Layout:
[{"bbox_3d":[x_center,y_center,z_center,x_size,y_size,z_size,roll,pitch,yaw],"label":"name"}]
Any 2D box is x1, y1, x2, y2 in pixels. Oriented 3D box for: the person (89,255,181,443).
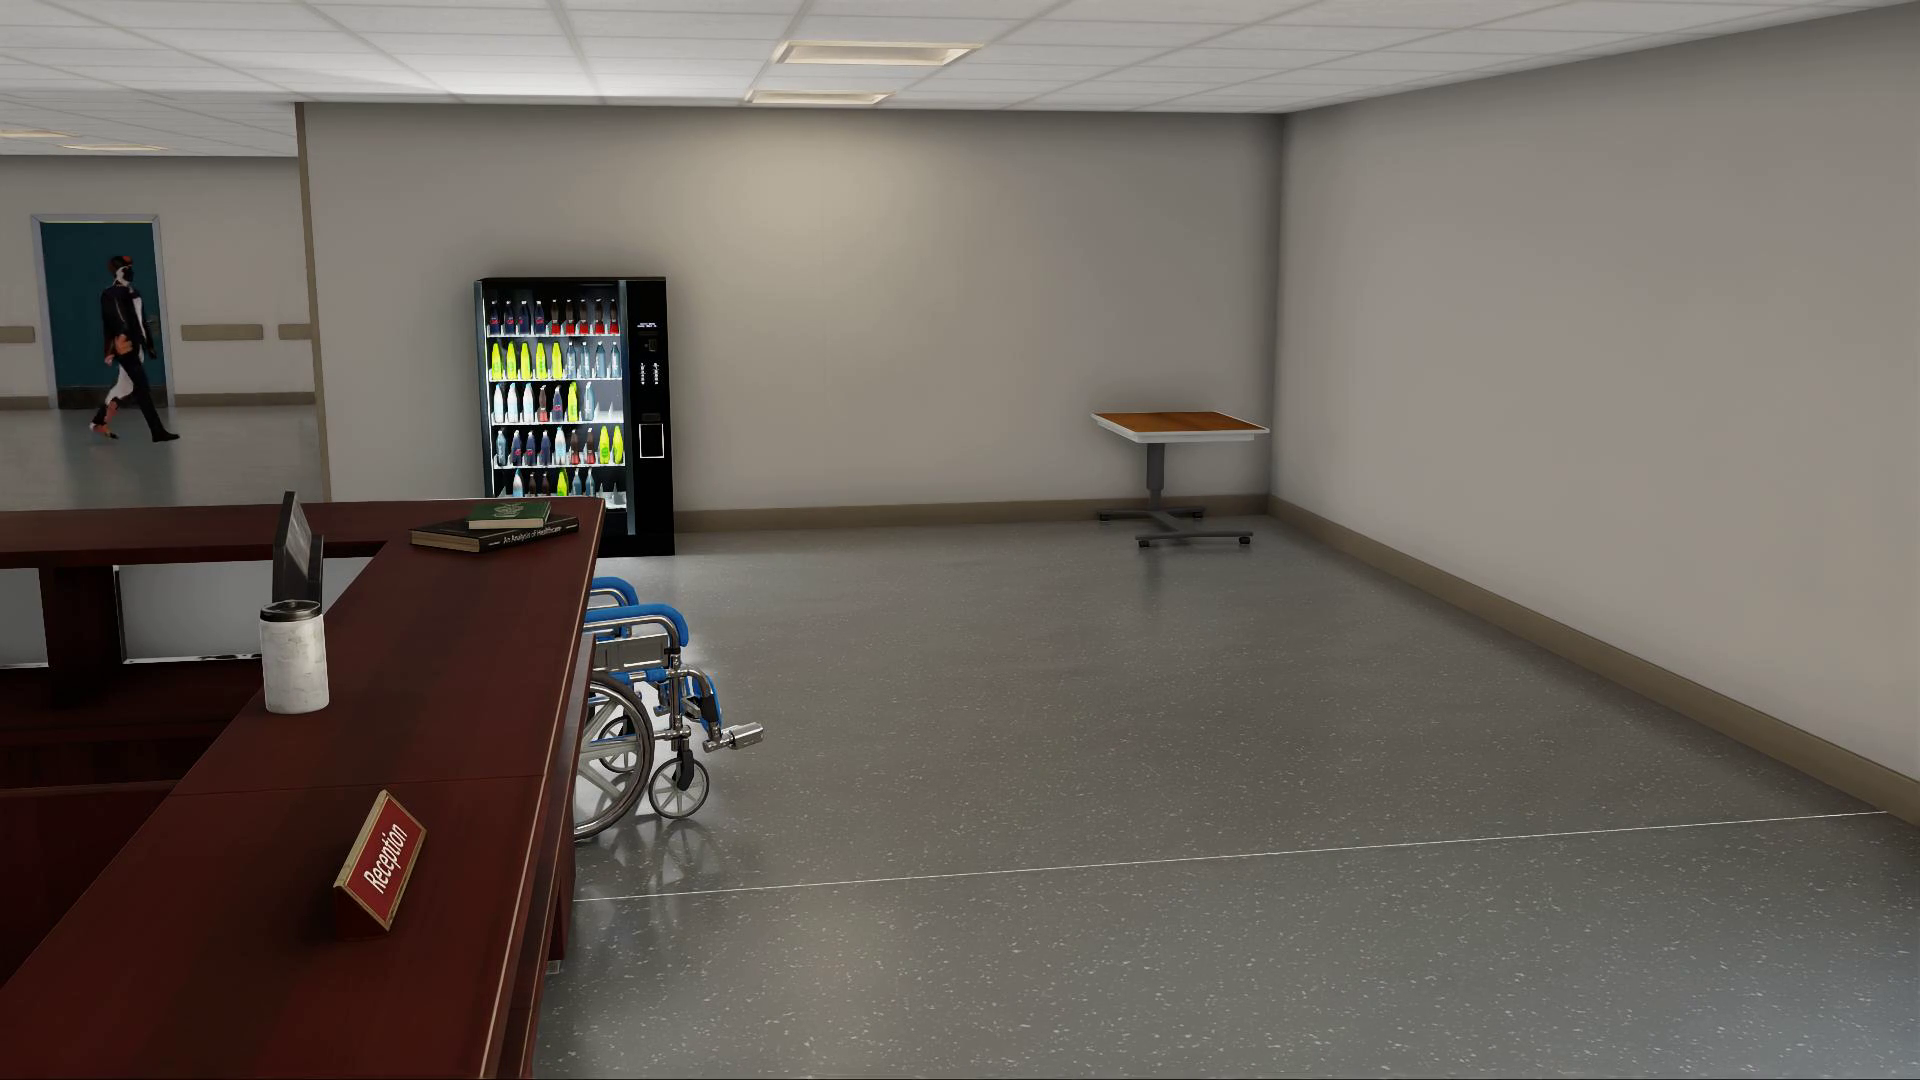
[{"bbox_3d":[-8.416,-1.880,16.667,1.298,1.851,0.919,1,11,5],"label":"person"}]
